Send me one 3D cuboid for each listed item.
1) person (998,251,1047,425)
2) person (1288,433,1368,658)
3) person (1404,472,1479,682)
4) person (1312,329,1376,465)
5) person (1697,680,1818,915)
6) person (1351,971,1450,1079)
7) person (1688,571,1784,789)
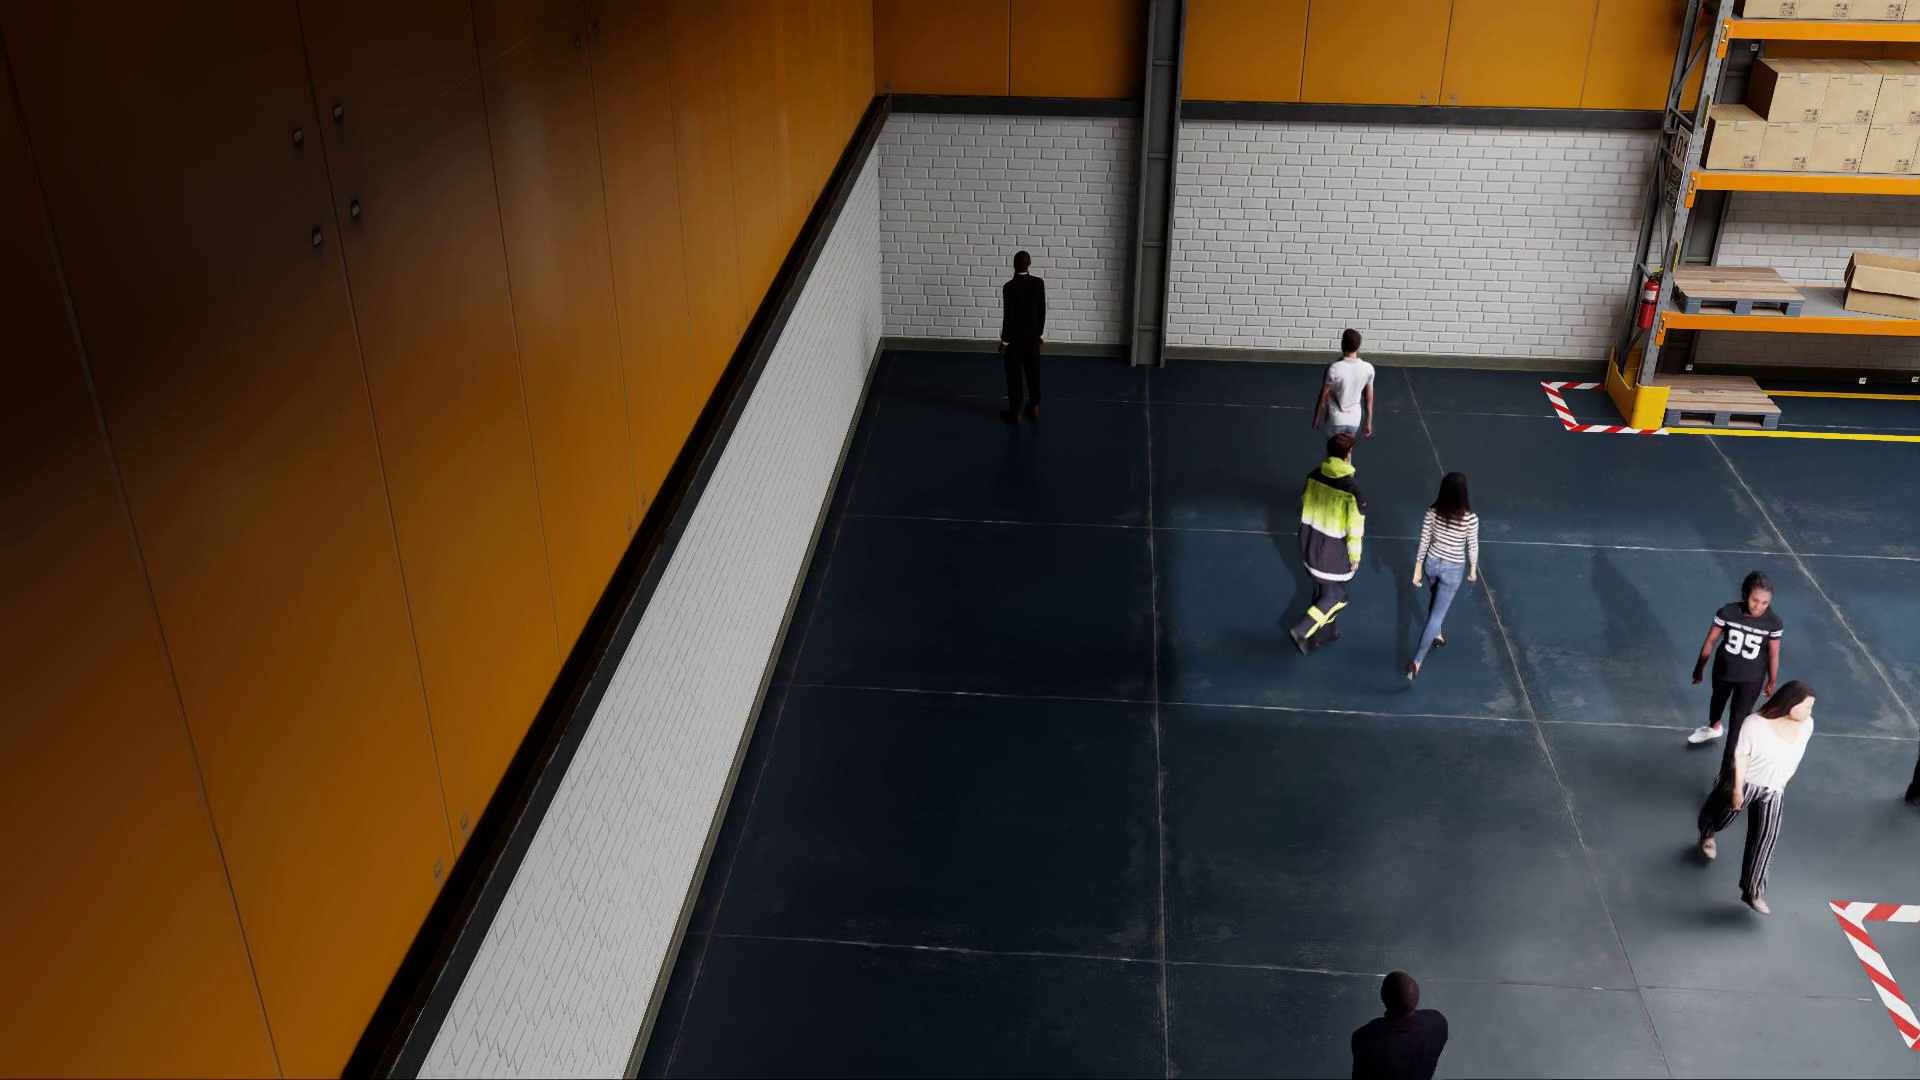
[{"bbox_3d":[0.672,-2.187,17.862,0.750,1.904,0.862,-13,31,-22],"label":"person"},{"bbox_3d":[2.965,0.083,13.650,1.162,1.952,1.089,-17,33,-28],"label":"person"},{"bbox_3d":[3.854,0.335,13.394,1.128,1.755,1.051,20,34,32],"label":"person"},{"bbox_3d":[3.697,-1.071,15.894,0.847,1.830,0.862,-8,30,-14],"label":"person"},{"bbox_3d":[5.316,1.599,11.215,1.119,1.622,0.815,0,29,-1],"label":"person"},{"bbox_3d":[2.241,2.980,8.503,1.113,1.795,0.946,-6,29,-11],"label":"person"},{"bbox_3d":[5.749,0.974,12.302,1.254,1.680,1.143,20,35,32],"label":"person"}]
